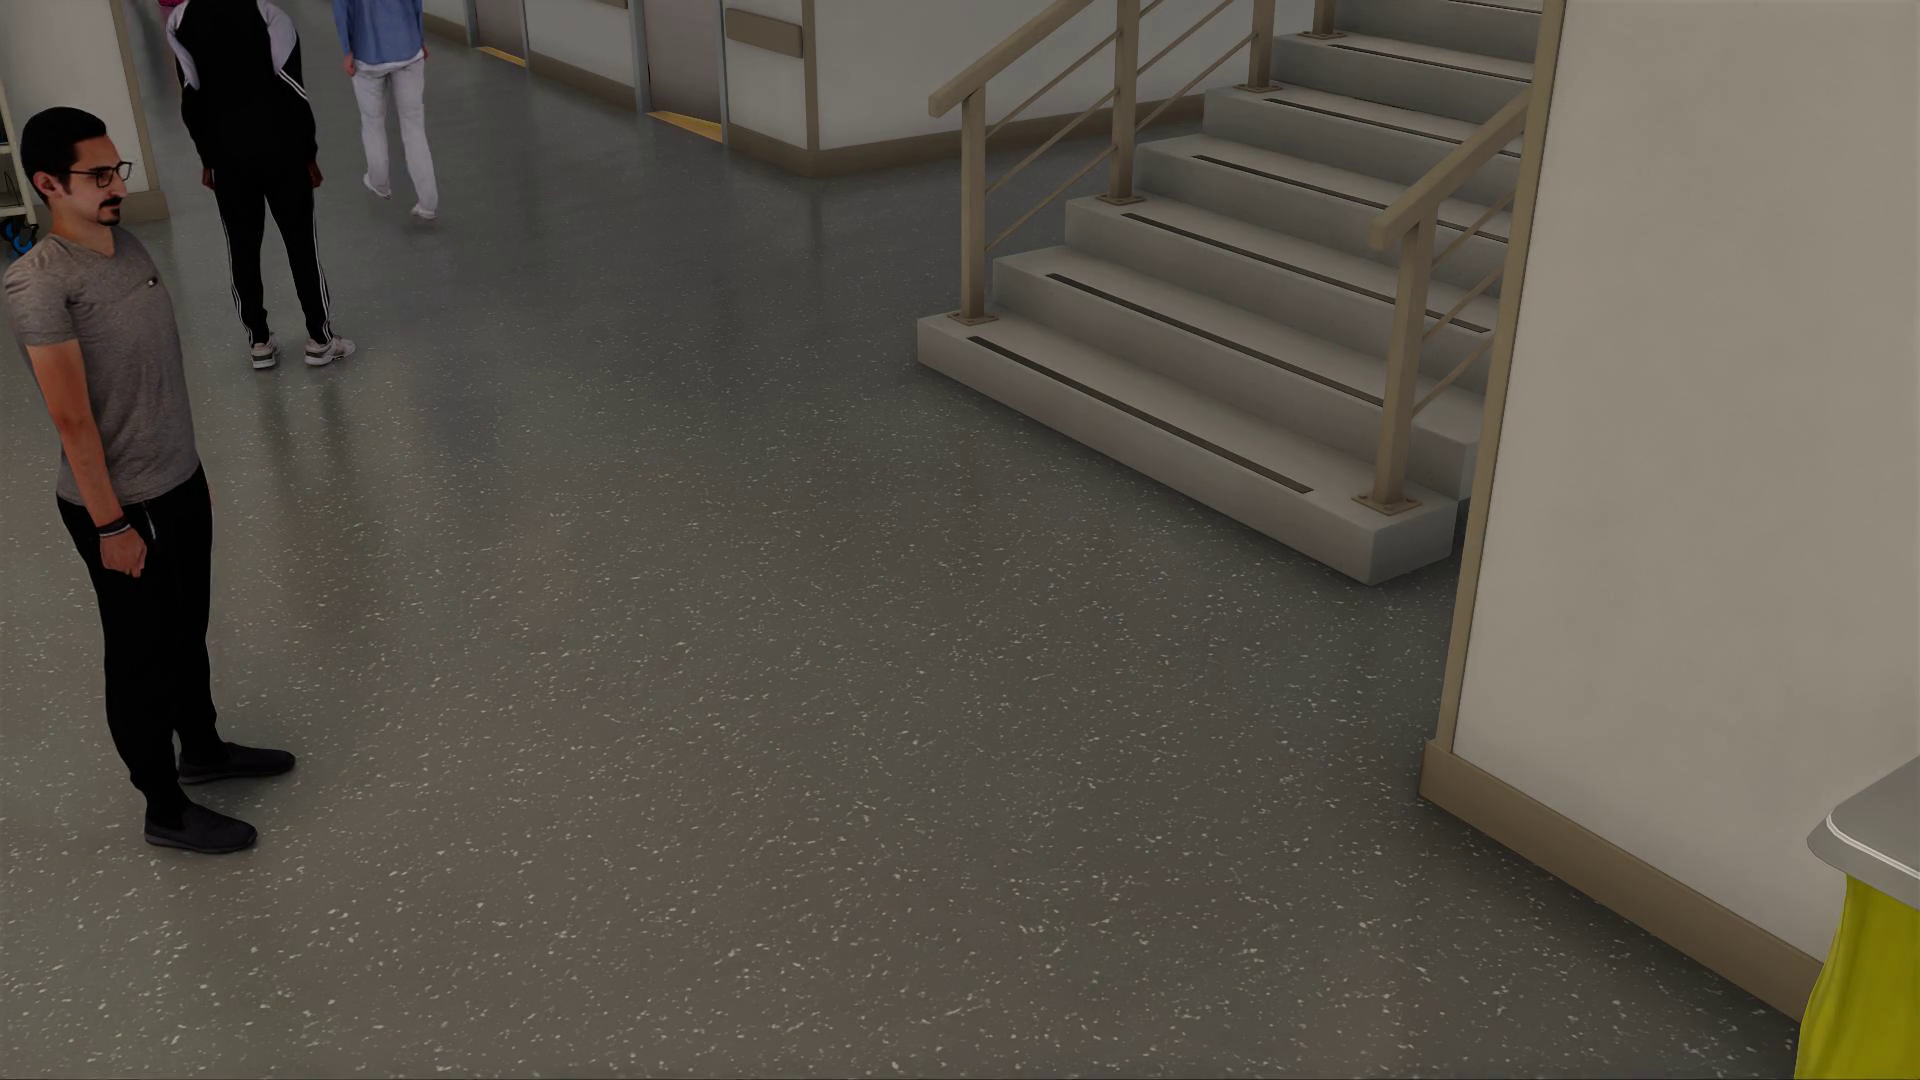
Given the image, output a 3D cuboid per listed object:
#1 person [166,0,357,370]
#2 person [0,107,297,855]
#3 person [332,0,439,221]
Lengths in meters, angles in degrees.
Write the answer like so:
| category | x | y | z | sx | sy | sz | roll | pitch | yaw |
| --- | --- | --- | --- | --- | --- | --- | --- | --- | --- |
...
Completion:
| category | x | y | z | sx | sy | sz | roll | pitch | yaw |
| --- | --- | --- | --- | --- | --- | --- | --- | --- | --- |
| person | -2.916 | -1.609 | 6.874 | 0.672 | 1.830 | 0.797 | -2 | 26 | -4 |
| person | -1.926 | -0.123 | 3.879 | 0.722 | 1.754 | 0.709 | -1 | 26 | -3 |
| person | -3.064 | -2.611 | 8.939 | 1.101 | 1.840 | 0.737 | -16 | 30 | -29 |
